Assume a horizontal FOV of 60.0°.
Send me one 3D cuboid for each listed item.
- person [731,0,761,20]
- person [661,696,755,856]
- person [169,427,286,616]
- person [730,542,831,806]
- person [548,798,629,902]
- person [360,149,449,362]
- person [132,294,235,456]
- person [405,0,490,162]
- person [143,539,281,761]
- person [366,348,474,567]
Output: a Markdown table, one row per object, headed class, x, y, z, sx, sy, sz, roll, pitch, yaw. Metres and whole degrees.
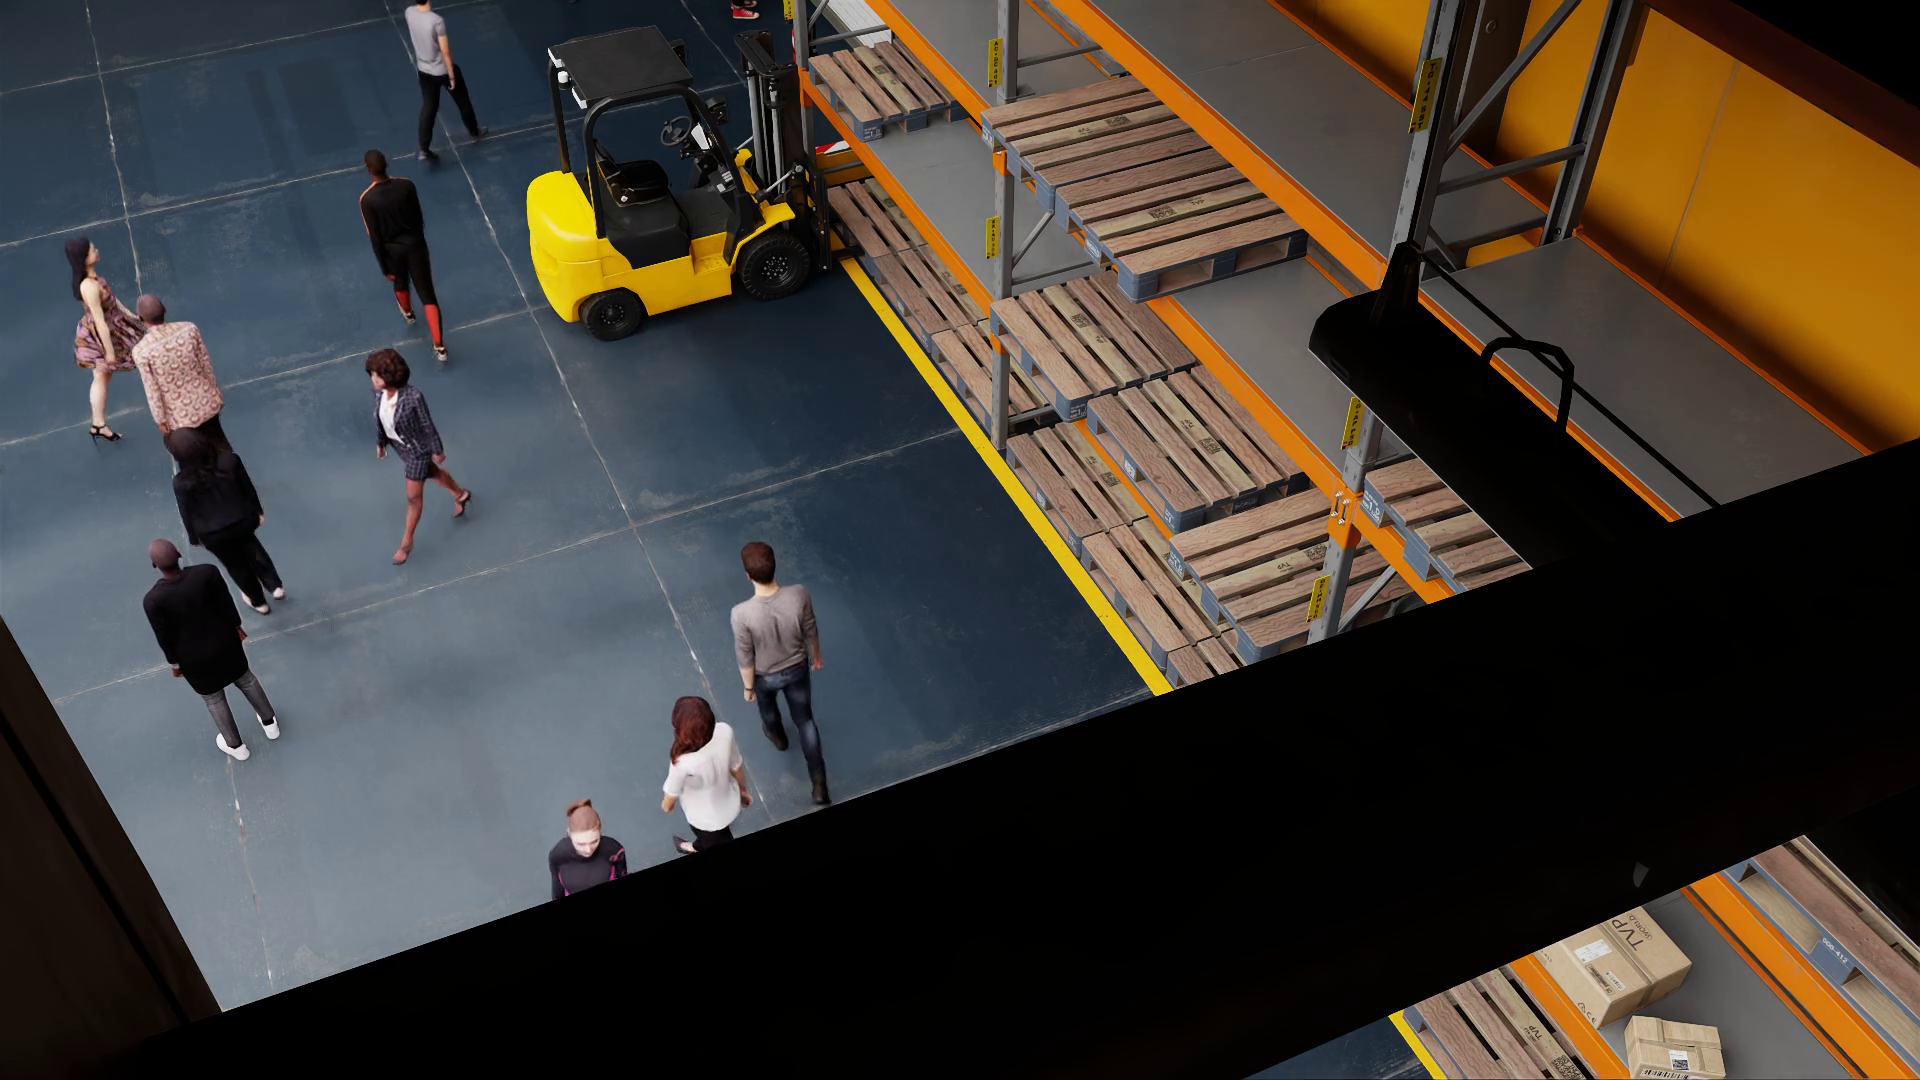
| class | x | y | z | sx | sy | sz | roll | pitch | yaw |
| --- | --- | --- | --- | --- | --- | --- | --- | --- | --- |
| person | -2.398 | -6.436 | 17.669 | 0.748 | 1.757 | 0.607 | -7 | 44 | -7 |
| person | -1.292 | 1.588 | 9.259 | 1.185 | 1.739 | 0.949 | 27 | 50 | 26 |
| person | -4.844 | -0.066 | 11.097 | 0.800 | 1.598 | 0.765 | 30 | 51 | 28 |
| person | -1.048 | 0.842 | 9.950 | 0.705 | 1.866 | 1.193 | -15 | 46 | -16 |
| person | -1.938 | 1.929 | 8.931 | 0.965 | 1.698 | 1.252 | 3 | 44 | 3 |
| person | -4.391 | -2.249 | 13.272 | 0.627 | 1.759 | 1.226 | -20 | 47 | -20 |
| person | -5.462 | -0.937 | 11.876 | 0.822 | 1.785 | 0.824 | 27 | 50 | 25 |
| person | -4.929 | -4.340 | 15.487 | 1.097 | 1.732 | 1.166 | 13 | 45 | 14 |
| person | -4.623 | 0.664 | 10.213 | 0.691 | 1.761 | 0.723 | 33 | 52 | 30 |
| person | -3.787 | -0.671 | 11.700 | 1.104 | 1.644 | 1.052 | 24 | 49 | 23 |
